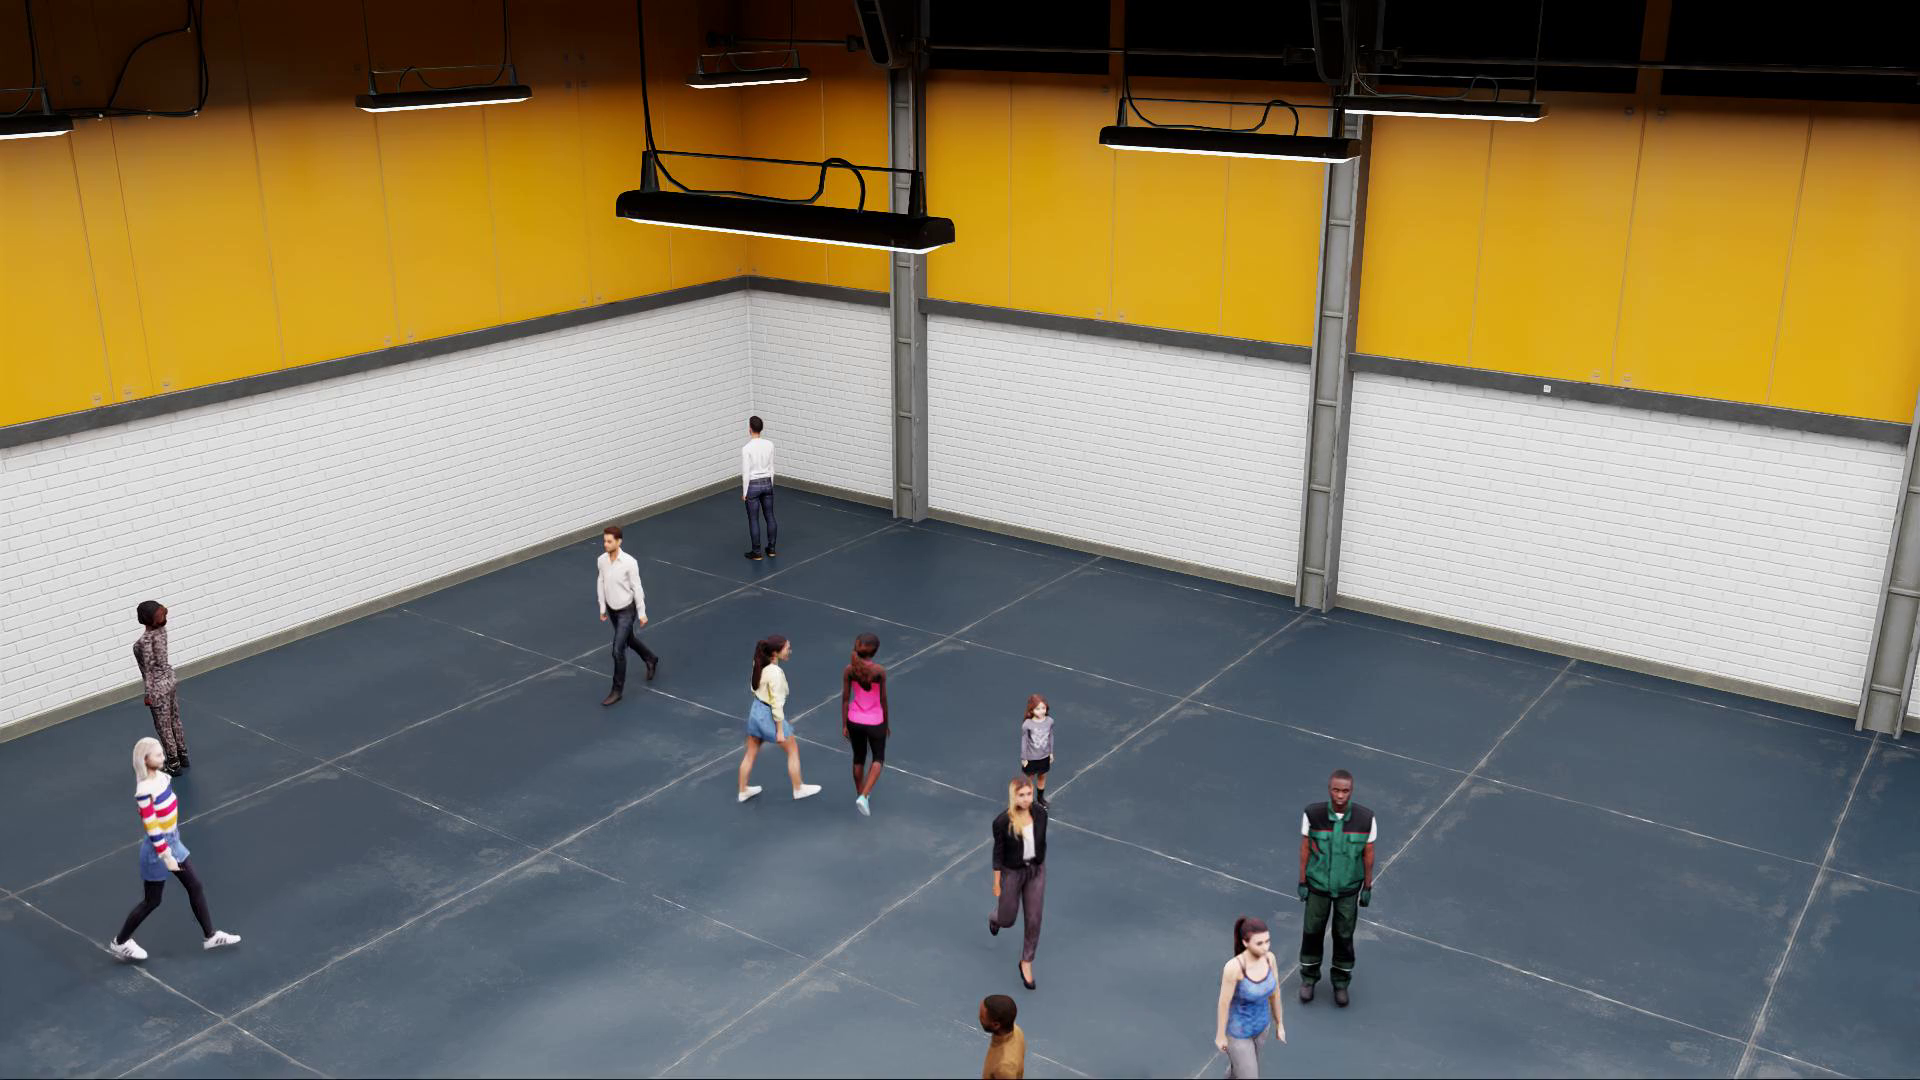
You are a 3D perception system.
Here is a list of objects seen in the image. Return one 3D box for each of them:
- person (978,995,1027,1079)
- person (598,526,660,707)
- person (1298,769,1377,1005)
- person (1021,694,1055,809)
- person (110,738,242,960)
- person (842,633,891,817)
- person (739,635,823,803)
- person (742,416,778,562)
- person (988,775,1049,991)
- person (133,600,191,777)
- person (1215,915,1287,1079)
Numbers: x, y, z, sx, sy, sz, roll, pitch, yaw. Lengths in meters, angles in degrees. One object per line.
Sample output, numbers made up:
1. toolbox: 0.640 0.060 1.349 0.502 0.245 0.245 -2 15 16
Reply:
1. person: 0.239 3.336 9.367 0.733 1.816 0.721 1 19 2
2. person: -3.417 0.723 17.111 1.179 1.825 0.821 10 21 27
3. person: 2.677 2.465 11.921 0.688 1.836 0.823 3 19 10
4. person: 0.688 1.878 14.810 0.534 1.105 0.558 -8 20 -24
5. person: -6.044 2.341 12.393 1.230 1.770 1.106 -1 19 -3
6. person: -0.827 1.653 14.532 0.886 1.709 0.822 2 19 5
7. person: -1.760 1.621 14.805 0.929 1.594 0.958 -16 24 -39
8. person: -2.556 -0.668 21.176 0.692 1.868 0.692 -13 23 -34
9. person: 0.413 2.464 12.215 0.869 1.652 0.998 -8 20 -21
10. person: -7.394 1.362 15.388 0.725 1.714 0.680 0 19 -1
11. person: 1.766 3.071 10.518 0.788 1.583 1.027 -13 22 -33
